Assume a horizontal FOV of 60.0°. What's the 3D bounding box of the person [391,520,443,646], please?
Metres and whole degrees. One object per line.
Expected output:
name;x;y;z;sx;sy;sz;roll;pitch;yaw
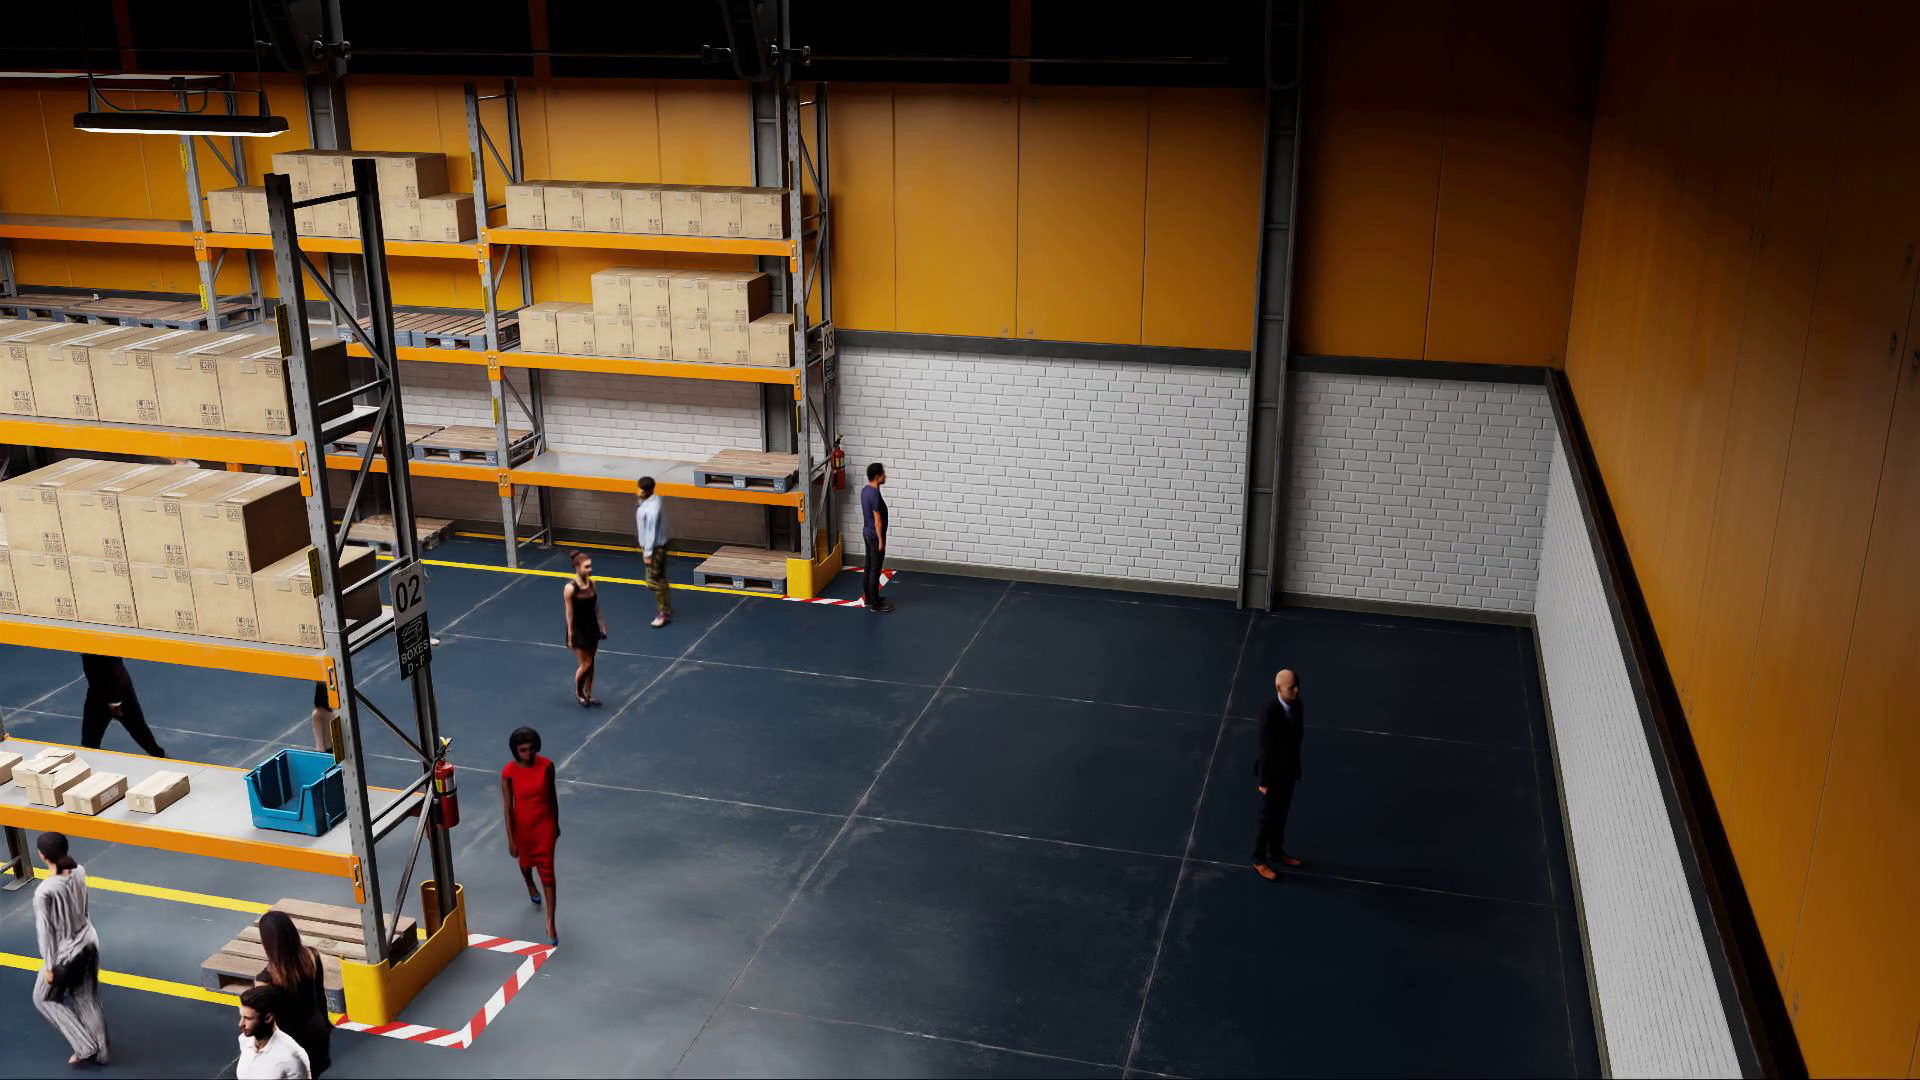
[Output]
person;-6.255;0.420;18.624;0.823;1.548;0.676;0;19;-1

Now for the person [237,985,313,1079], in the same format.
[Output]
person;-3.865;3.349;9.429;0.590;1.865;0.789;10;21;28

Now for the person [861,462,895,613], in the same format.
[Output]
person;-1.018;-0.050;19.639;0.736;1.790;0.716;-7;20;-20

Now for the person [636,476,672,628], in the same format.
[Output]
person;-3.504;0.073;19.273;0.744;1.791;0.894;2;19;7

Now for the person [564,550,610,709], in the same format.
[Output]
person;-3.897;0.909;16.982;0.657;1.669;0.657;11;22;30

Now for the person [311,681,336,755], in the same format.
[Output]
person;-5.481;1.851;14.490;0.627;1.474;0.626;11;21;28

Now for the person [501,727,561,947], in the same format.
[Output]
person;-3.355;2.240;12.994;1.114;1.691;1.092;-8;20;-22

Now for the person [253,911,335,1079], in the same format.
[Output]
person;-4.046;3.137;10.327;0.848;1.694;0.752;9;20;24

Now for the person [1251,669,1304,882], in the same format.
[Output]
person;2.648;1.904;13.822;0.764;1.800;0.778;-16;24;-39

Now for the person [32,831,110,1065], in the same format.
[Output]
person;-5.939;2.797;11.236;0.619;1.757;0.616;5;19;16
